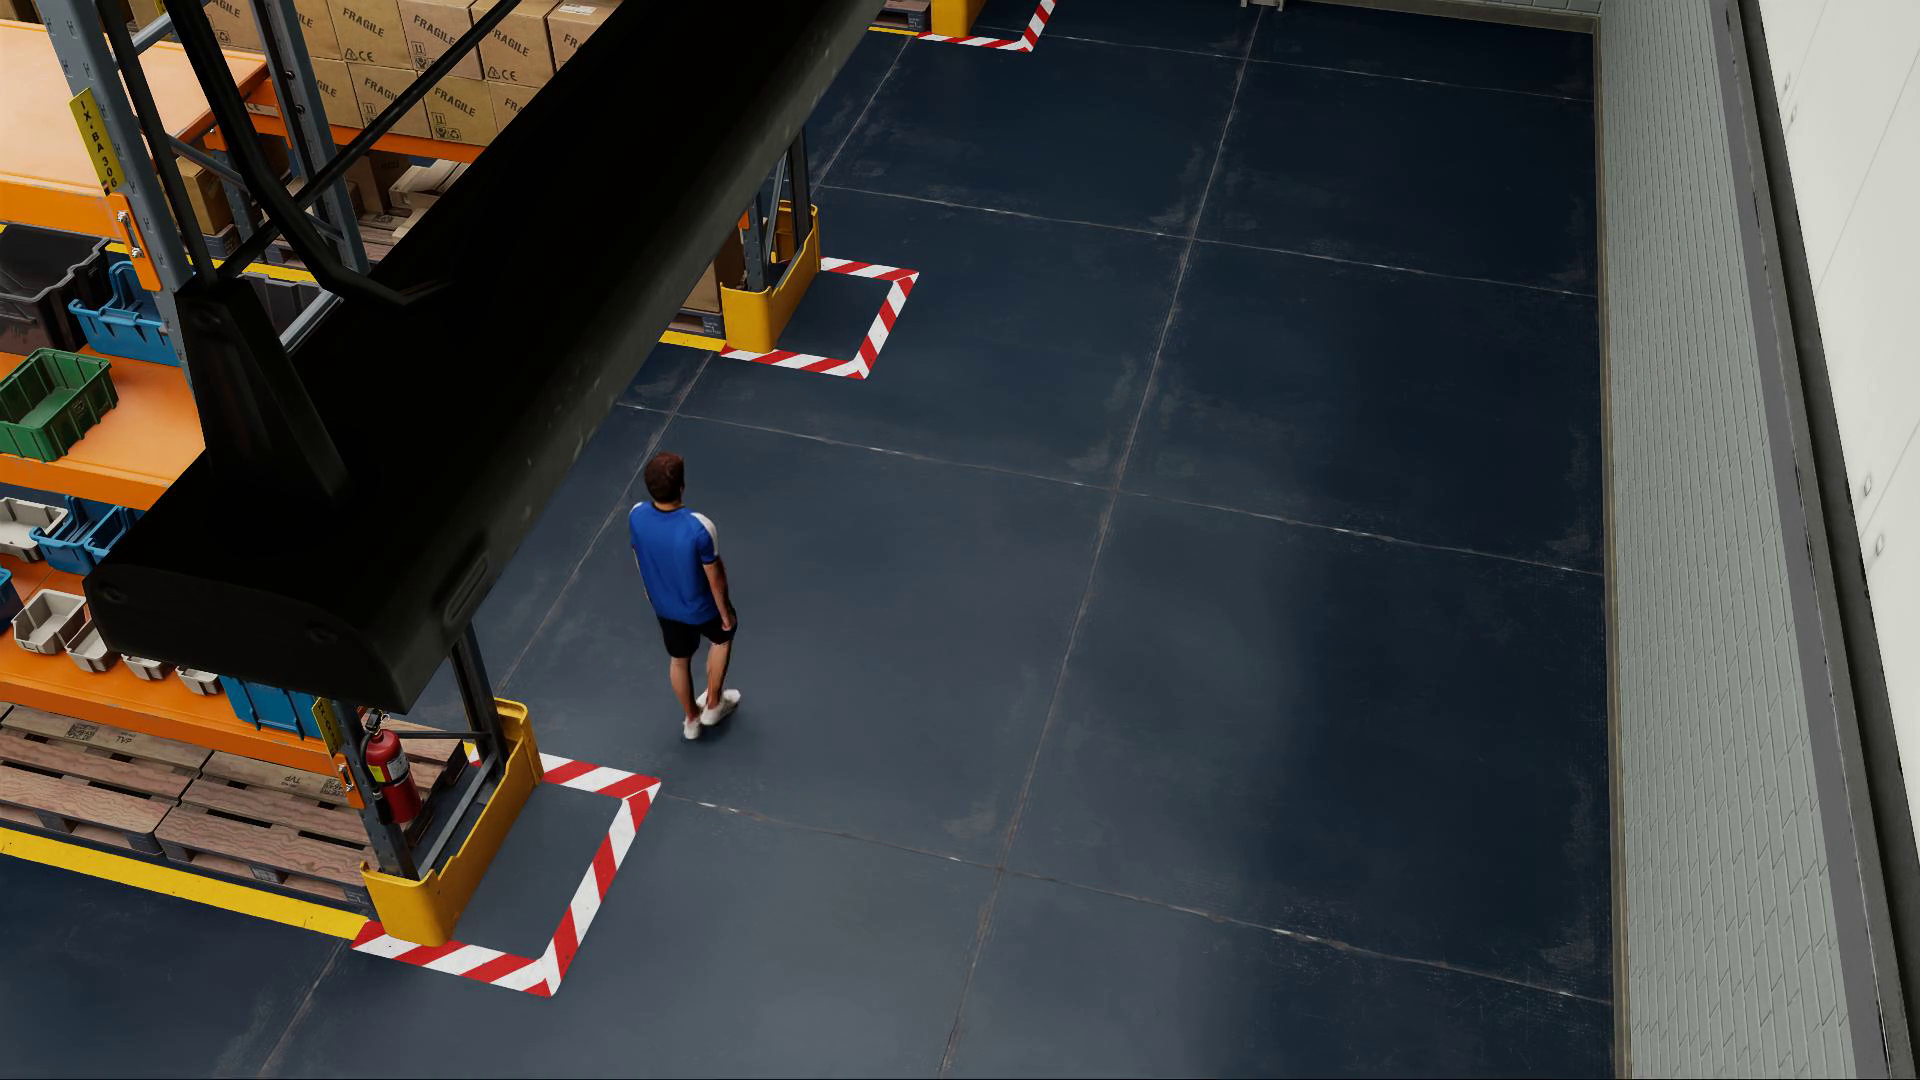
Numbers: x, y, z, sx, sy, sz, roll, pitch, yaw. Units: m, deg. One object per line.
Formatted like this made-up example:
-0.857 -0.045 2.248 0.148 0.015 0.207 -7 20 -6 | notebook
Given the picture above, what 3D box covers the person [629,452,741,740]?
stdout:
-1.423 0.361 8.432 0.543 1.858 0.722 10 44 11 | person
